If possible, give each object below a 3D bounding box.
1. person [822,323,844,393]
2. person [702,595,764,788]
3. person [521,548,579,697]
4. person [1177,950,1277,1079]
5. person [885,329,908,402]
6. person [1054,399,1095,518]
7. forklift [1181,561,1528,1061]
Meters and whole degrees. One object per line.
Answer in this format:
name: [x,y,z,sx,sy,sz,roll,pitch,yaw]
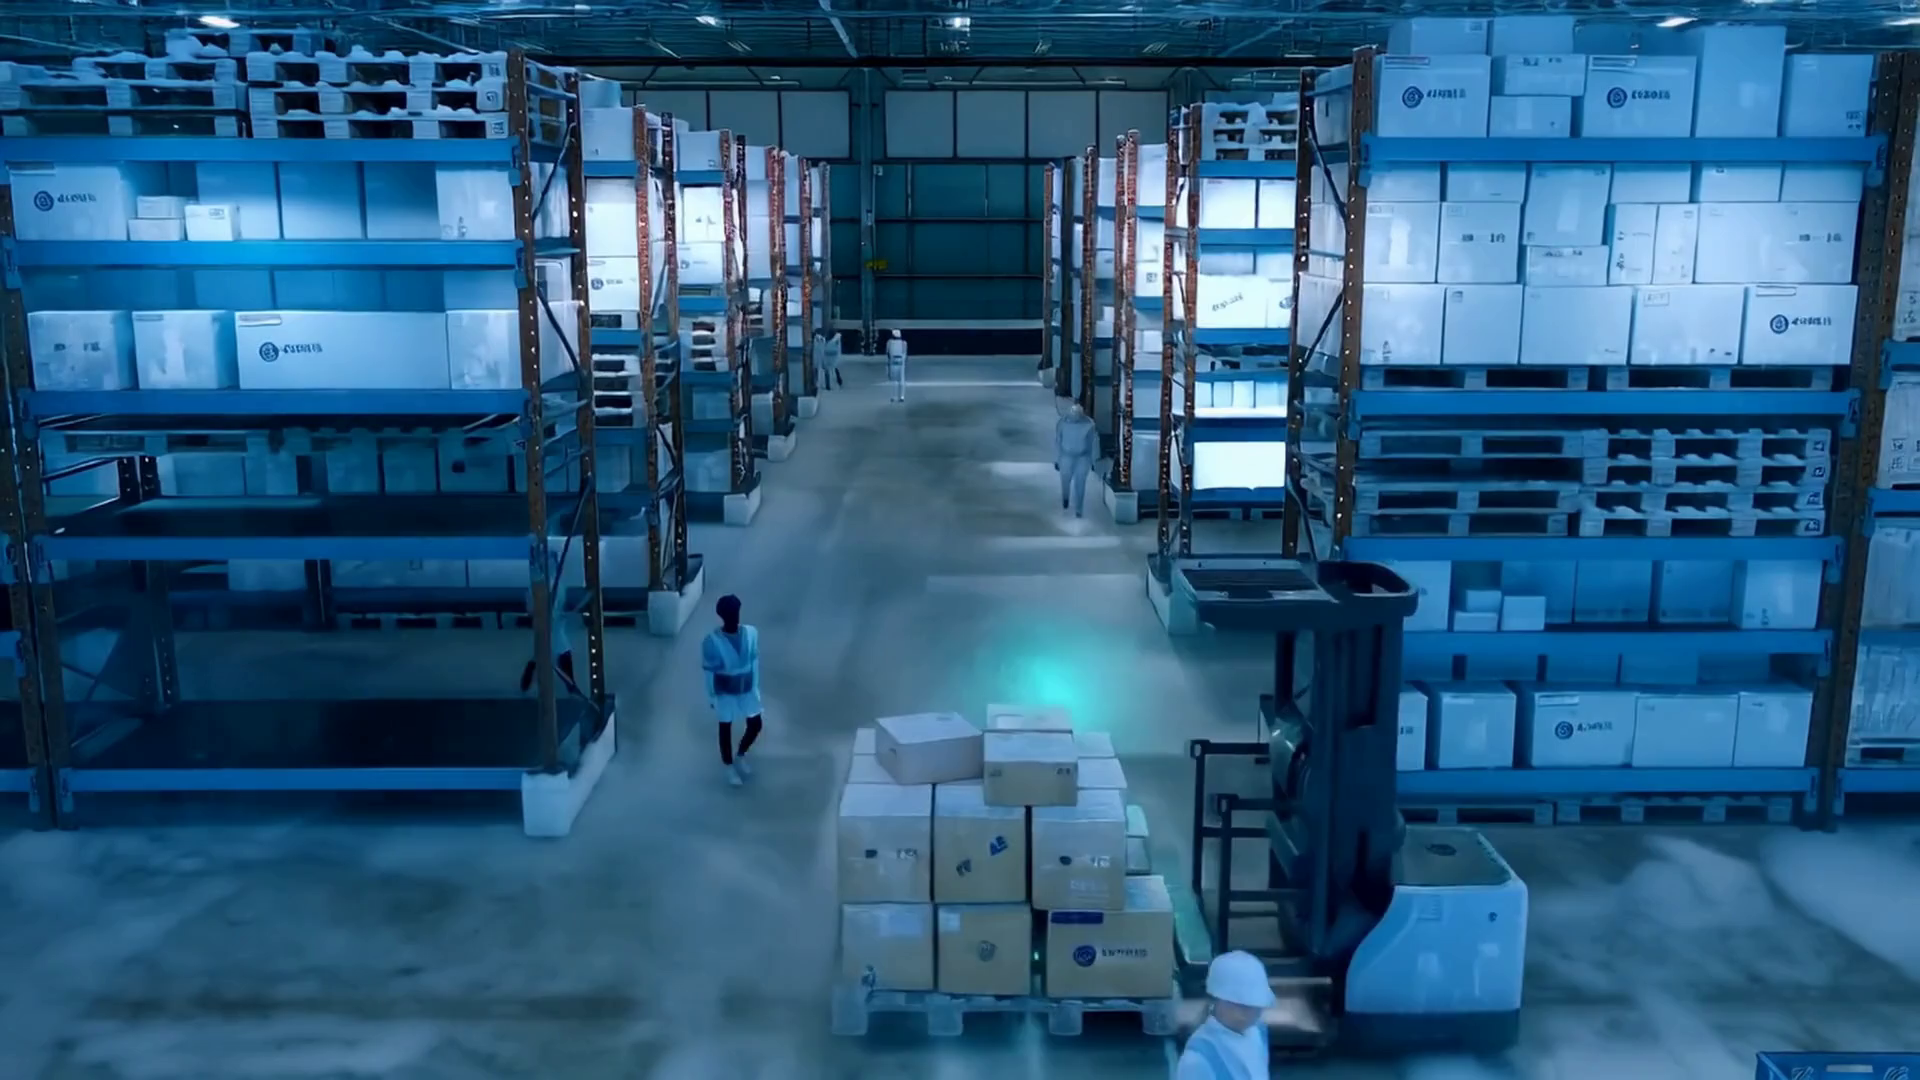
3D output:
person: [-3.377,-4.877,44.408,0.602,1.875,0.945,4,12,19]
person: [-1.950,1.290,14.267,0.558,1.684,0.362,-8,14,-35]
person: [-4.046,0.893,16.331,0.862,1.650,0.548,7,13,30]
person: [1.070,2.617,7.134,0.853,1.924,0.608,7,13,31]
person: [-1.610,-4.427,42.214,0.564,1.846,0.390,0,11,1]
person: [1.838,-1.327,26.730,0.660,1.892,0.619,0,11,0]
forklift: [2.353,1.566,9.939,1.873,2.768,1.129,0,11,-1]
